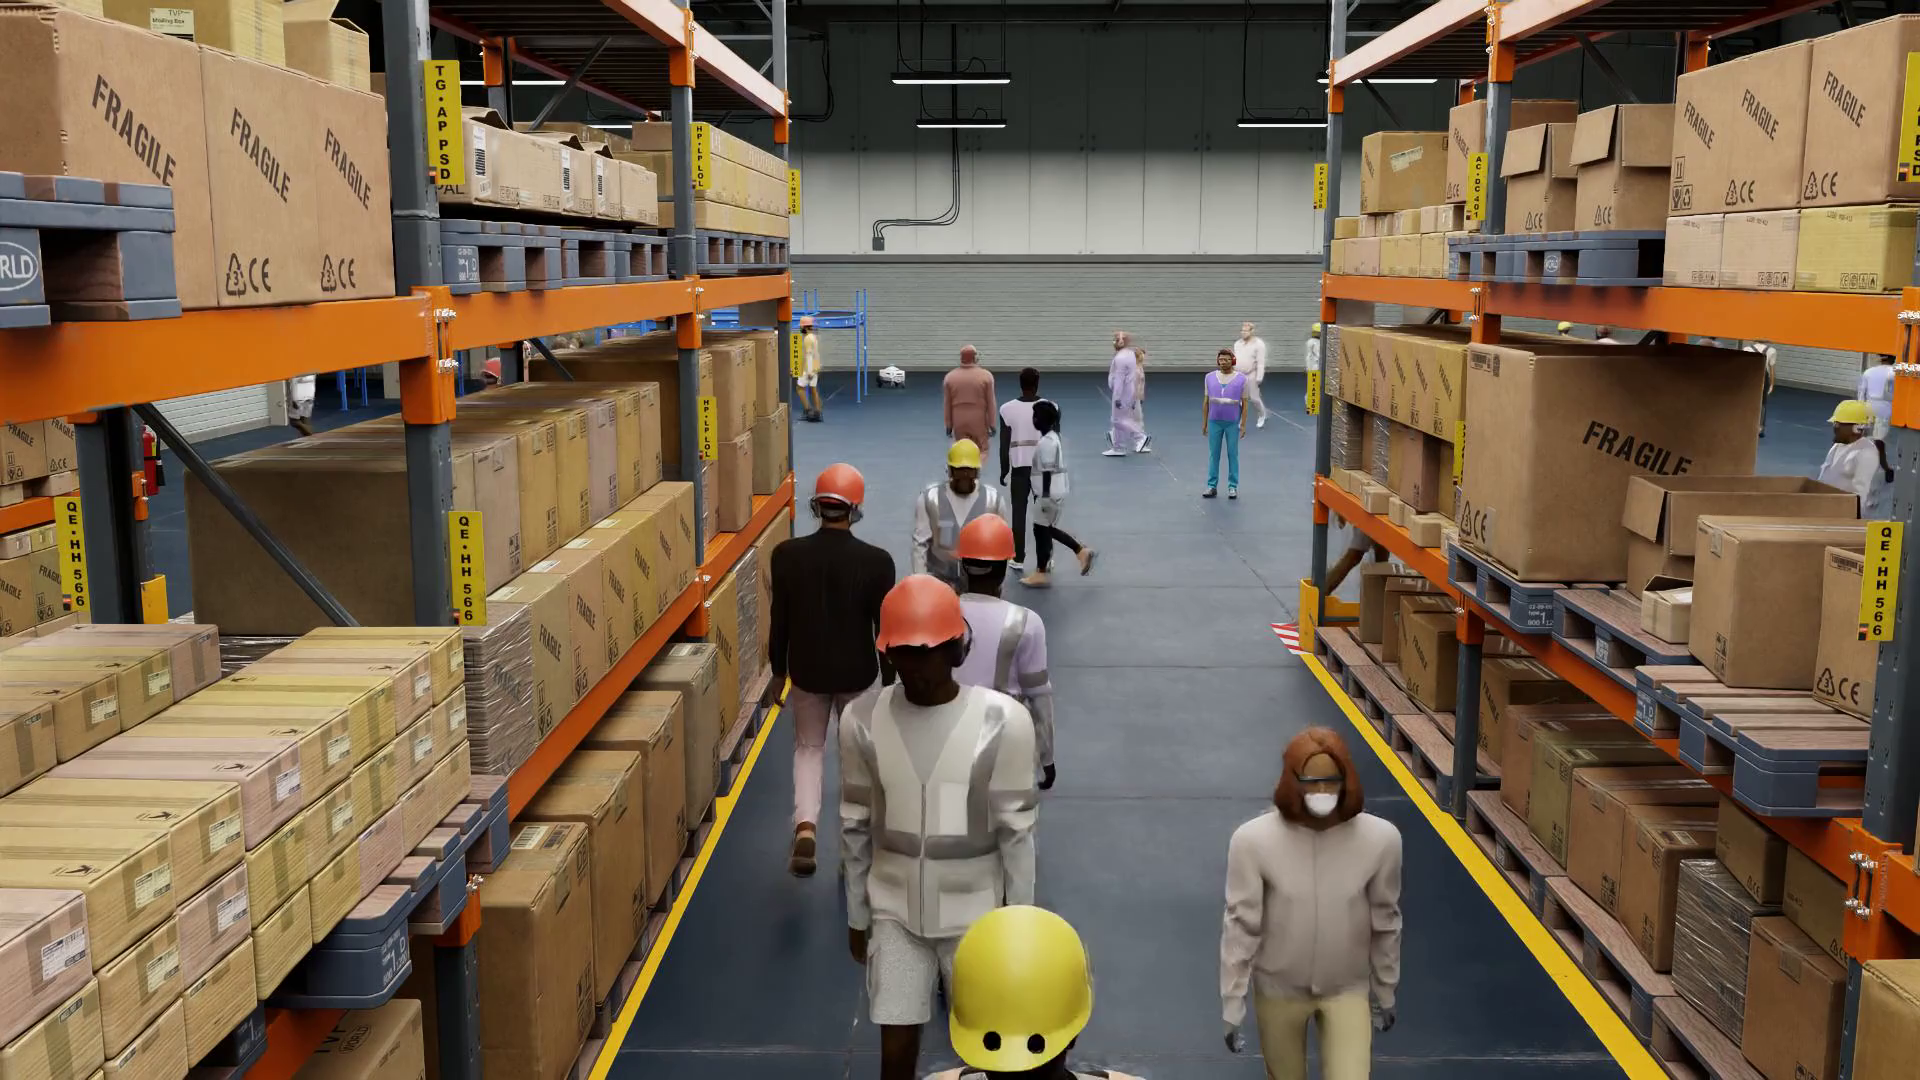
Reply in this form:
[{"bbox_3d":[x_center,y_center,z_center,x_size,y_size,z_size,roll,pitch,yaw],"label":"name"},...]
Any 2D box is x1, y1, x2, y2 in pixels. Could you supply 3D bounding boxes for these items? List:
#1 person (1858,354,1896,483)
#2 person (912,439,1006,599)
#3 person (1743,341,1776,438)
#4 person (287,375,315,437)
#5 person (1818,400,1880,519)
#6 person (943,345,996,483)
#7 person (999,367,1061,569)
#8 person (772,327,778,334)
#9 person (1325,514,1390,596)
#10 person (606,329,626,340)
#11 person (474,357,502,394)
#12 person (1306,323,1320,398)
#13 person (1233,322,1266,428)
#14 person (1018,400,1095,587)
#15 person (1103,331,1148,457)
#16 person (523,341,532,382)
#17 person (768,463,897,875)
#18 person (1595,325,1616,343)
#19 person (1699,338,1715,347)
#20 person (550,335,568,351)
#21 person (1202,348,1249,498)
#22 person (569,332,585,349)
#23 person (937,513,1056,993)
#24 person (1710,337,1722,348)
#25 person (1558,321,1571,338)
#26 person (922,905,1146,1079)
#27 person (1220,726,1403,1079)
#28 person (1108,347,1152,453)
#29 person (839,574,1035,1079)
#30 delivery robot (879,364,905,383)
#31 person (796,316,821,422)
[{"bbox_3d":[12.014,-1.632,21.593,1.027,1.876,0.562,-4,10,-21],"label":"person"},{"bbox_3d":[-0.004,0.244,10.647,0.602,1.782,0.916,0,9,2],"label":"person"},{"bbox_3d":[13.058,-2.554,27.295,0.533,1.830,0.452,3,10,16],"label":"person"},{"bbox_3d":[-9.650,-2.137,24.508,0.569,1.921,0.550,3,10,20],"label":"person"},{"bbox_3d":[7.029,-0.203,13.244,0.433,1.814,0.596,0,9,-2],"label":"person"},{"bbox_3d":[0.116,-1.445,20.426,0.663,1.895,0.515,3,10,15],"label":"person"},{"bbox_3d":[0.664,-0.679,15.796,0.587,1.913,0.391,0,9,0],"label":"person"},{"bbox_3d":[-3.514,-3.378,32.083,0.519,1.874,0.327,1,10,5],"label":"person"},{"bbox_3d":[3.201,-0.285,13.221,1.051,1.999,0.611,-1,10,-8],"label":"person"},{"bbox_3d":[-8.807,-5.140,42.495,0.374,1.920,0.585,9,13,44],"label":"person"},{"bbox_3d":[-4.521,-0.789,16.254,0.646,1.974,0.532,4,10,22],"label":"person"},{"bbox_3d":[6.991,-3.404,32.656,0.496,1.727,0.433,-7,12,-35],"label":"person"},{"bbox_3d":[5.038,-2.857,28.954,0.647,1.878,0.883,8,12,40],"label":"person"},{"bbox_3d":[0.869,-0.416,14.931,0.610,1.676,0.536,1,10,4],"label":"person"},{"bbox_3d":[2.478,-2.177,24.865,0.635,1.888,0.643,3,10,19],"label":"person"},{"bbox_3d":[-5.564,-1.591,21.271,0.639,1.910,0.407,5,11,29],"label":"person"},{"bbox_3d":[-0.595,0.630,7.770,0.632,1.972,0.619,1,10,7],"label":"person"},{"bbox_3d":[11.264,-2.850,29.094,0.636,1.827,0.575,-6,11,-32],"label":"person"},{"bbox_3d":[10.523,-1.935,23.548,0.661,1.831,0.475,5,11,27],"label":"person"},{"bbox_3d":[-5.513,-1.872,23.005,0.651,1.895,0.597,-2,10,-14],"label":"person"},{"bbox_3d":[3.289,-1.453,20.626,0.567,1.846,0.389,4,10,22],"label":"person"},{"bbox_3d":[-5.552,-2.081,24.282,1.037,1.879,0.660,-8,12,-39],"label":"person"},{"bbox_3d":[0.117,0.826,6.863,0.563,1.877,1.007,4,10,20],"label":"person"},{"bbox_3d":[15.009,-3.486,33.365,0.531,1.659,0.857,-3,10,-19],"label":"person"},{"bbox_3d":[11.796,-3.403,32.590,0.525,1.752,0.455,-2,10,-13],"label":"person"},{"bbox_3d":[0.106,1.511,2.691,0.627,1.903,0.630,2,10,10],"label":"person"},{"bbox_3d":[0.992,1.329,4.682,0.518,1.596,0.773,1,10,6],"label":"person"},{"bbox_3d":[2.611,-2.150,25.475,0.614,1.615,0.530,2,10,13],"label":"person"},{"bbox_3d":[-0.055,1.072,5.006,0.615,2.022,0.801,2,10,13],"label":"person"},{"bbox_3d":[-1.583,-3.856,38.729,0.477,0.478,0.707,-6,11,-31],"label":"delivery robot"},{"bbox_3d":[-2.802,-3.117,30.383,0.582,1.917,0.547,2,10,10],"label":"person"}]
